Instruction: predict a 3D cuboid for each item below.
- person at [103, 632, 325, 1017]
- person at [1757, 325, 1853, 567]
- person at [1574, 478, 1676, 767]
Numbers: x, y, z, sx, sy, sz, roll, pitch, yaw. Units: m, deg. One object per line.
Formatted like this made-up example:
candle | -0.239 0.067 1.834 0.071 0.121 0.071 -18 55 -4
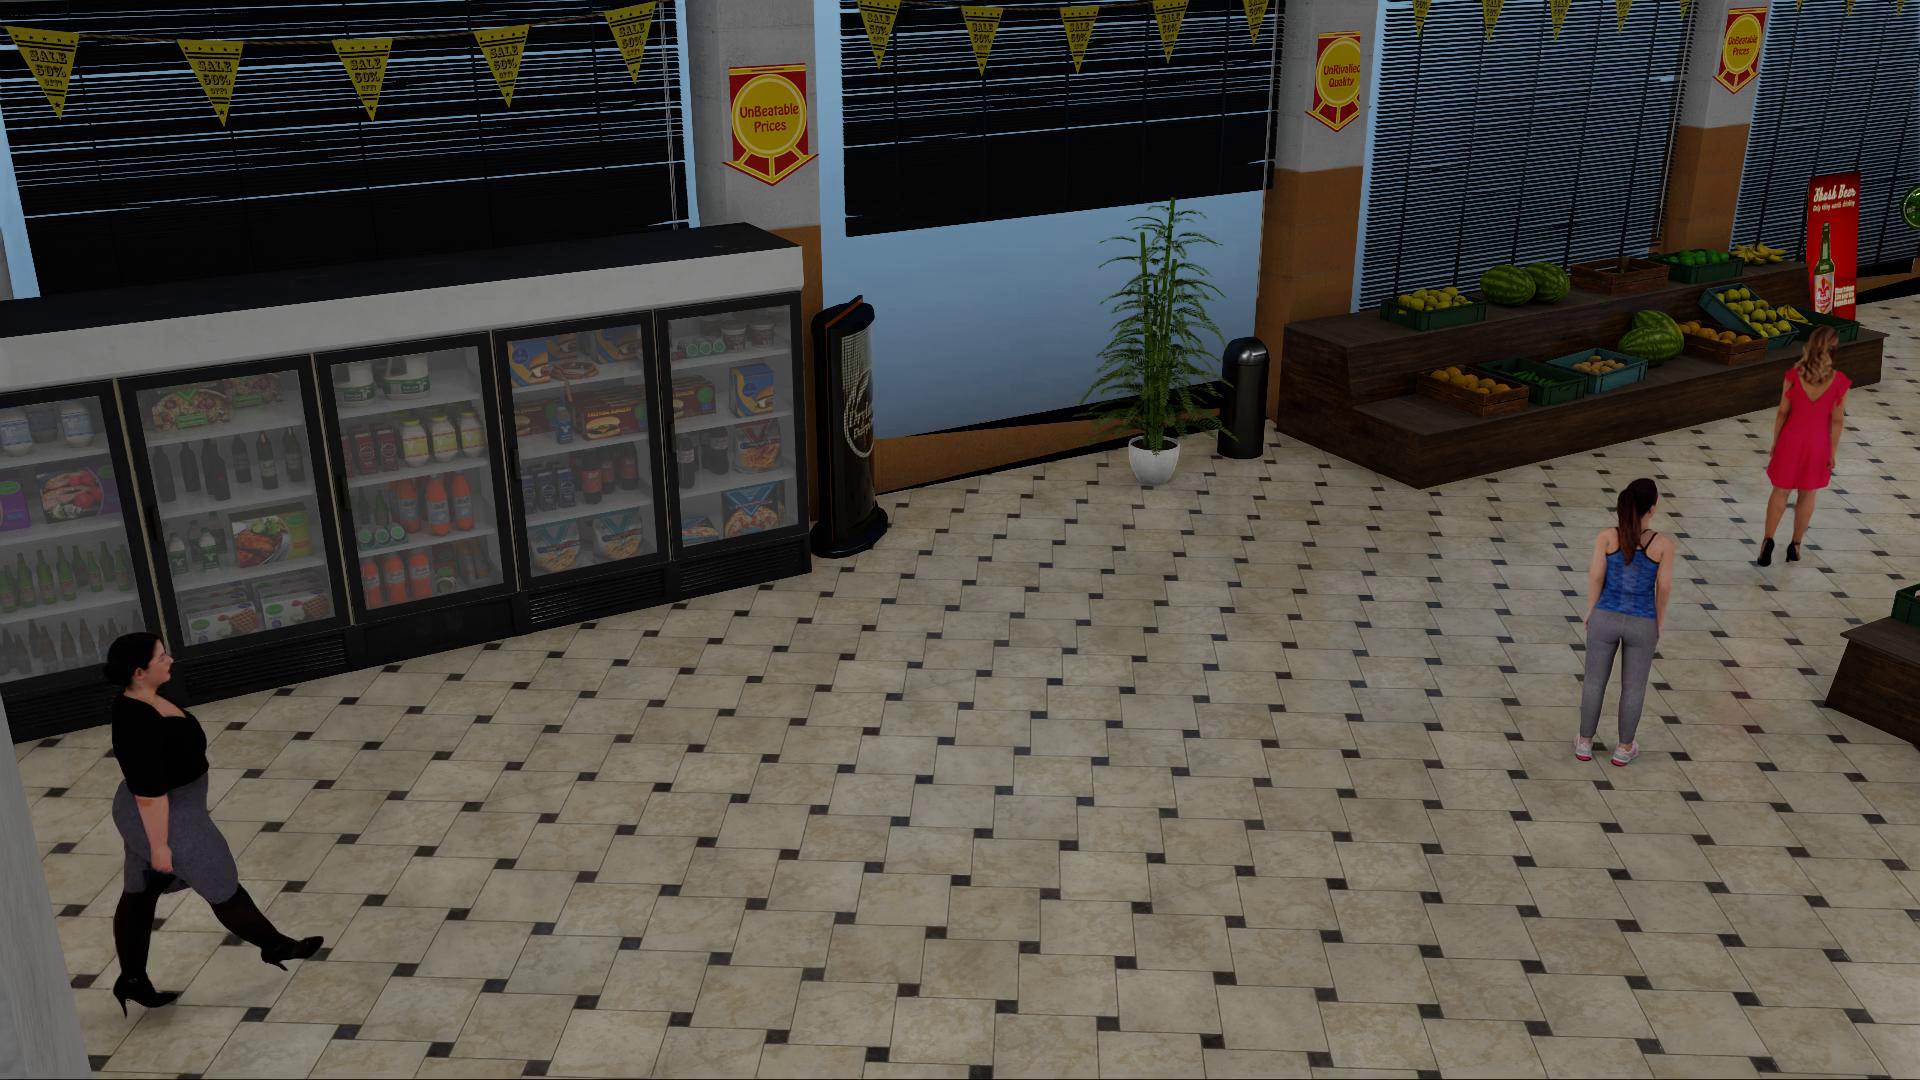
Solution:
person | -3.376 1.221 6.846 1.053 1.716 0.676 -13 25 -30
person | 5.787 -0.625 11.431 0.753 1.722 0.862 14 26 31
person | 3.560 0.443 8.926 0.651 1.609 0.687 10 24 24
